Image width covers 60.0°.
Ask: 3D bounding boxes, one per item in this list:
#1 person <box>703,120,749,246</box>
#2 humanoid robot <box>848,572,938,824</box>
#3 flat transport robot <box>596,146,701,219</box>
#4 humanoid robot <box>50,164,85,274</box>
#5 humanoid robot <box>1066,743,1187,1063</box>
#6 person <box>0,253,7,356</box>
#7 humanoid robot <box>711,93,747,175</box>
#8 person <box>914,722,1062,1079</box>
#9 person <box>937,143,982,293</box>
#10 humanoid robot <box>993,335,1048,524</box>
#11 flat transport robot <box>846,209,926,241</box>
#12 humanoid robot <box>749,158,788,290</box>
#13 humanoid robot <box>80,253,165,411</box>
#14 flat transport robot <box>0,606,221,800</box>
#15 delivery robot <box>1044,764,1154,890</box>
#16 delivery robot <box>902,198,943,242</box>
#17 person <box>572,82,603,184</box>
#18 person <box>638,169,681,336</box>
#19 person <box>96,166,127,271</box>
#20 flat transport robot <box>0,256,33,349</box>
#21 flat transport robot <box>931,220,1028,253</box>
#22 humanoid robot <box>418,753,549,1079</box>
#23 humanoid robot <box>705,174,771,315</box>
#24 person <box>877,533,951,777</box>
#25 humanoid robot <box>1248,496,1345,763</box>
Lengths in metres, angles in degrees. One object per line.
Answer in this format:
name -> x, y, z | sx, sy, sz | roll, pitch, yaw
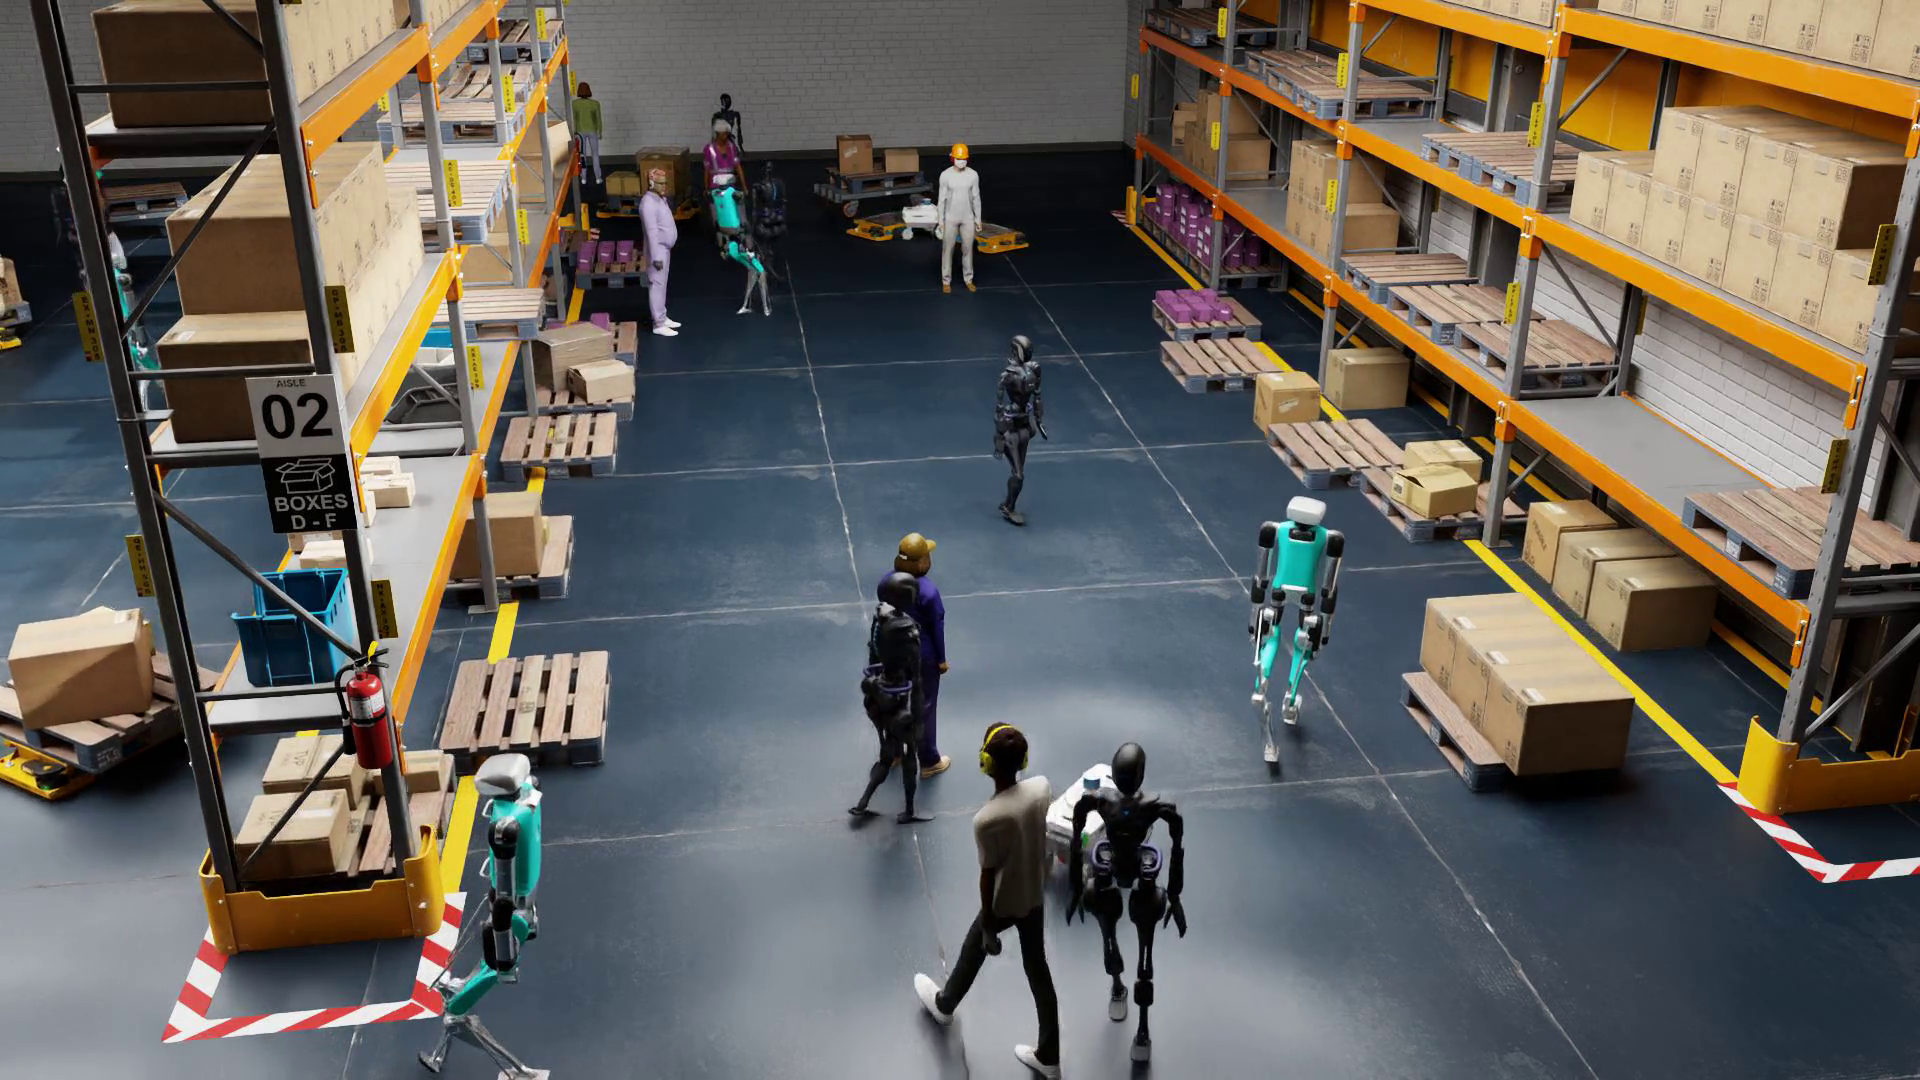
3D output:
person -> -3.197, -4.828, 22.769 | 0.509, 1.804, 0.918 | -18, 29, -35
humanoid robot -> -0.403, 0.958, 9.797 | 0.571, 1.664, 0.610 | -14, 28, -30
flat transport robot -> -4.694, -5.004, 25.079 | 1.431, 0.231, 0.659 | 2, 24, 5
humanoid robot -> -10.961, -3.860, 20.749 | 0.601, 1.662, 0.387 | -20, 30, -37
humanoid robot -> 0.808, 1.715, 8.031 | 0.599, 1.639, 0.610 | 4, 24, 10
person -> -10.952, -2.923, 18.514 | 0.602, 1.728, 0.582 | 17, 29, 33
humanoid robot -> -3.624, -6.108, 25.855 | 0.602, 1.654, 0.344 | -19, 30, -36
person -> 0.167, 1.679, 7.950 | 0.480, 1.807, 0.947 | -19, 30, -36
person -> -0.006, -4.034, 20.866 | 0.560, 1.888, 0.399 | -5, 24, -11
humanoid robot -> 0.488, -0.964, 14.133 | 0.421, 1.643, 0.594 | 20, 31, 38
flat transport robot -> -0.896, -4.572, 24.094 | 1.431, 0.231, 0.659 | -22, 32, -40
humanoid robot -> -2.412, -4.017, 21.123 | 0.610, 1.648, 0.587 | -21, 31, -39
humanoid robot -> -8.141, -1.983, 16.497 | 0.547, 1.891, 0.789 | 6, 24, 13
flat transport robot -> -5.505, 1.223, 10.892 | 0.659, 0.231, 1.431 | 13, 27, 27
delivery robot -> 0.773, 1.614, 9.666 | 0.499, 0.612, 0.794 | 15, 28, 30
delivery robot -> -0.444, -4.561, 23.724 | 0.807, 0.603, 0.499 | 1, 24, 3
person -> -6.066, -6.618, 27.062 | 0.497, 1.626, 0.273 | -4, 24, -10
person -> -3.460, -3.332, 19.240 | 0.406, 1.904, 0.637 | 0, 24, -1
person -> -10.363, -3.690, 20.012 | 0.590, 1.932, 0.507 | 2, 24, 4
flat transport robot -> -11.439, -2.365, 19.065 | 1.431, 0.231, 0.659 | 18, 29, 34
flat transport robot -> 0.267, -4.295, 23.462 | 0.659, 0.231, 1.431 | -16, 29, -33
humanoid robot -> -2.314, 1.845, 7.740 | 0.860, 1.847, 0.558 | 0, 24, -1
humanoid robot -> -2.573, -3.533, 19.925 | 0.562, 1.794, 0.821 | 13, 27, 28
person -> -0.283, 0.703, 10.385 | 0.467, 1.623, 0.339 | 15, 28, 30
humanoid robot -> 2.070, 0.615, 10.447 | 0.556, 1.733, 1.039 | 6, 24, 13
